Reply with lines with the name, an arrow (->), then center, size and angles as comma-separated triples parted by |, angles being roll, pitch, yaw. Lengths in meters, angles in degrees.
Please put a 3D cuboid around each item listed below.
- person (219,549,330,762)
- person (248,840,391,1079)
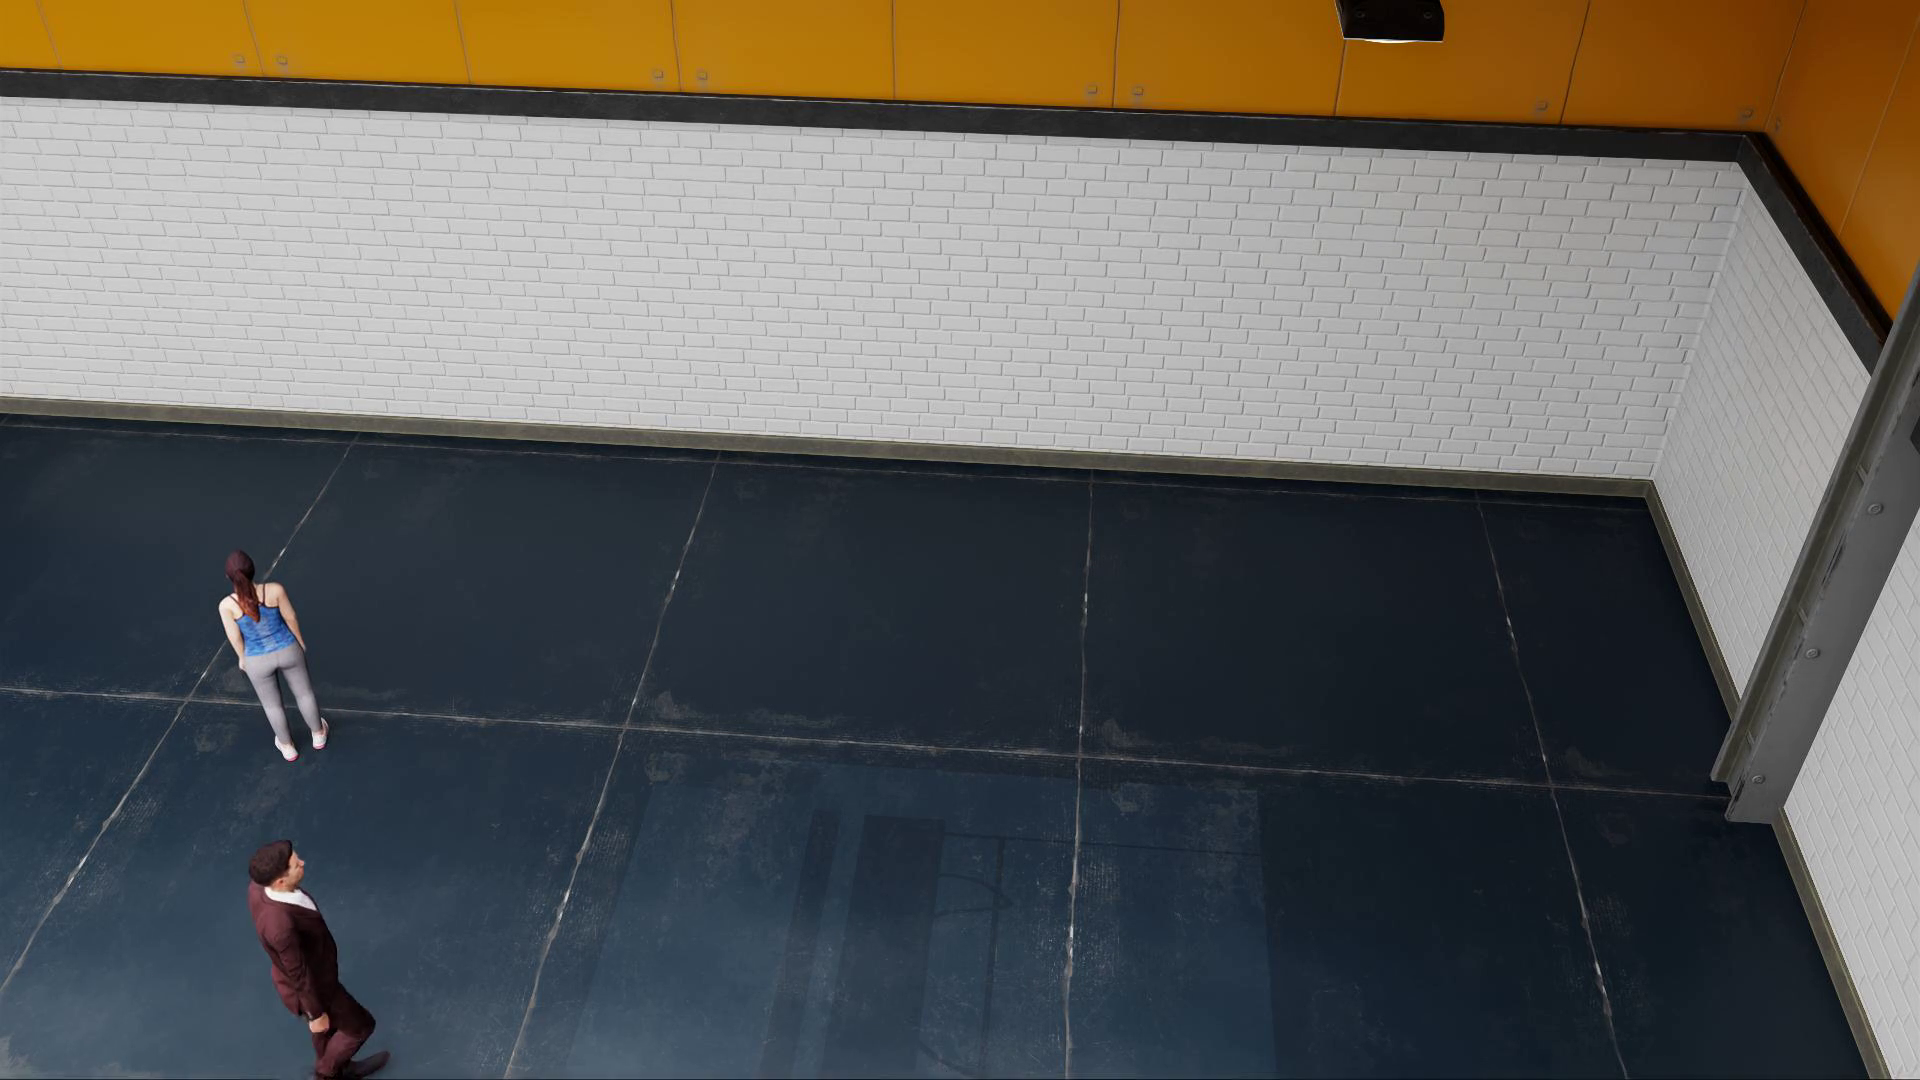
person -> -4.286, 0.711, 10.358 | 0.658, 1.610, 0.696 | -19, 43, -23
person -> -3.311, 2.214, 8.277 | 0.917, 1.857, 0.849 | -24, 44, -27
